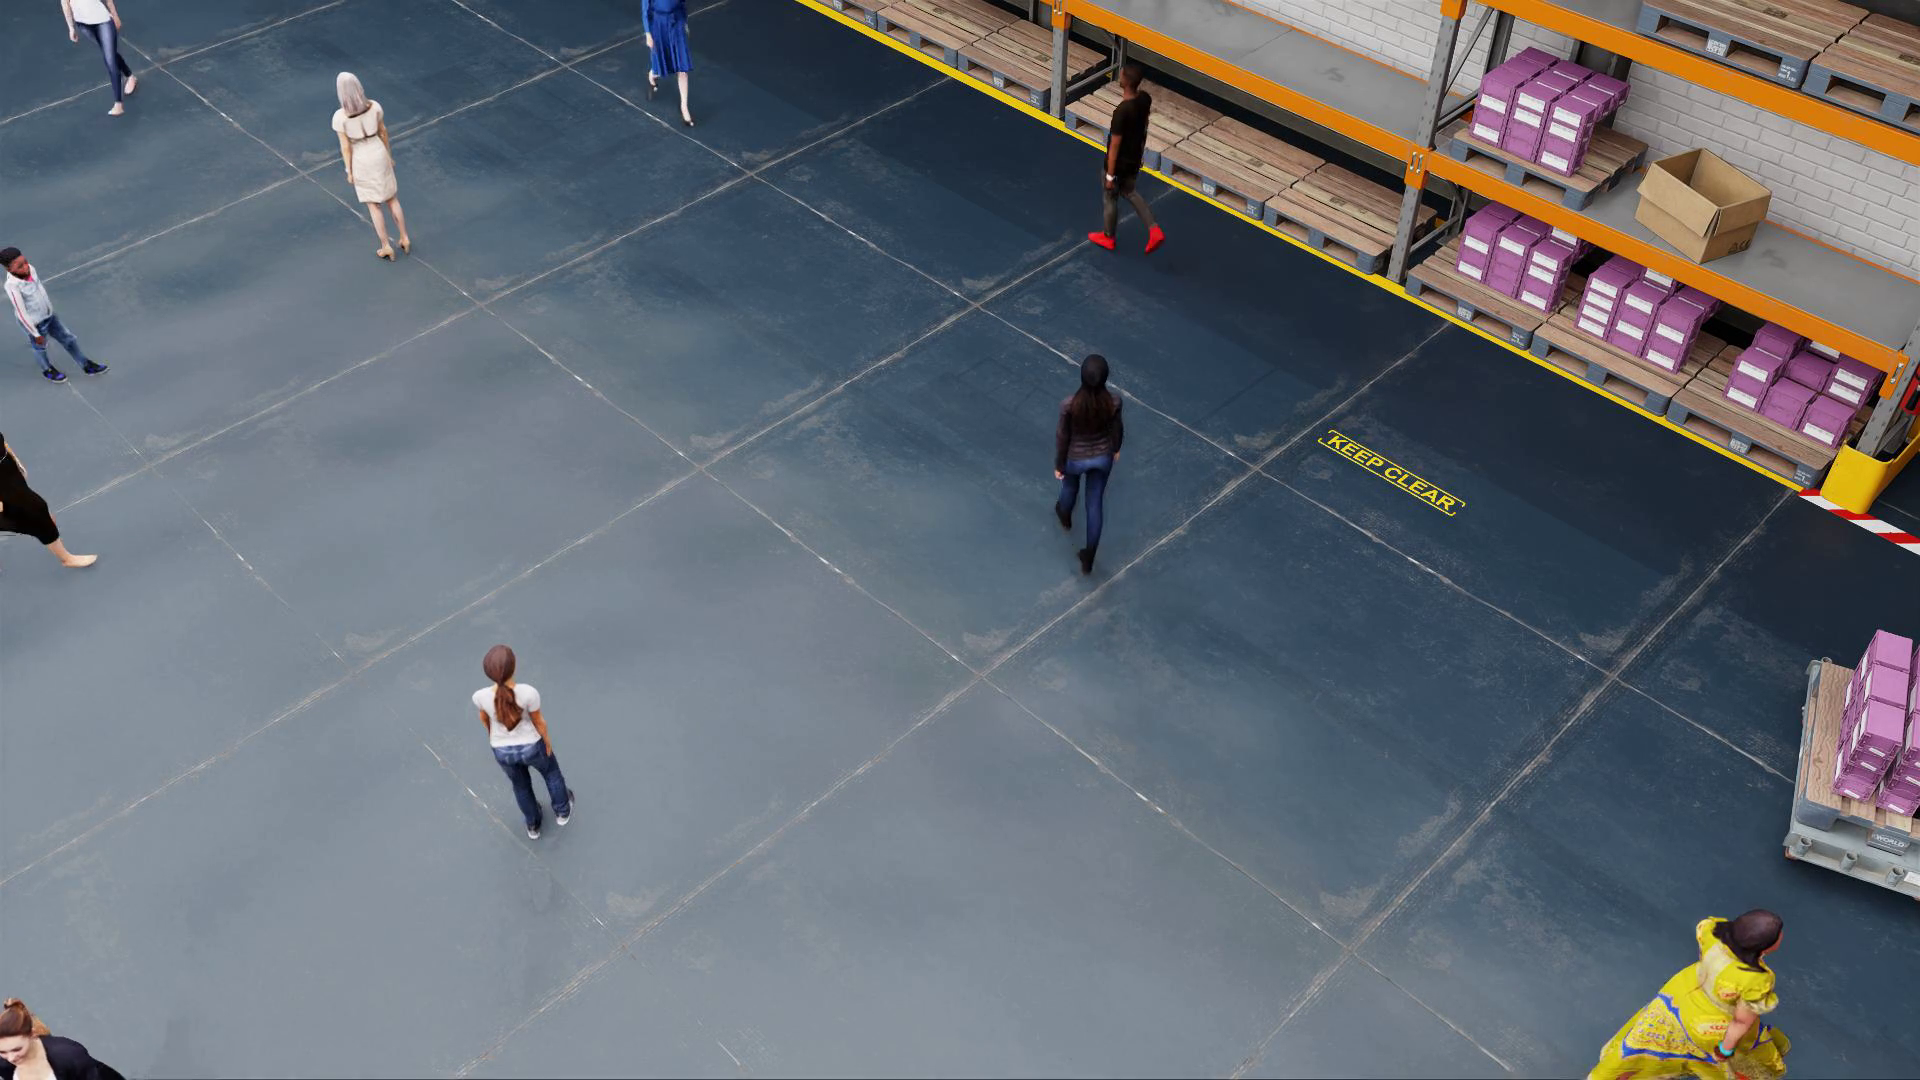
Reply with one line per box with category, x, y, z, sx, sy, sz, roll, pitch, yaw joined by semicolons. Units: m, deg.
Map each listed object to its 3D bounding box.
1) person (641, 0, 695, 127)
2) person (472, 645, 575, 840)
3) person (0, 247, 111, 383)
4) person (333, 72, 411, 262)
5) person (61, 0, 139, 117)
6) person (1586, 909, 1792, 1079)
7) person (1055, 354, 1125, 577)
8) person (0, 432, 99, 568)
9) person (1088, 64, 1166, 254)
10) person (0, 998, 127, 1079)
person;-2.831;-4.868;15.912;0.726;1.814;0.978;-25;49;-24
person;-2.588;1.222;9.706;0.690;1.556;0.750;-4;44;-4
person;-7.303;-1.767;13.075;0.857;1.237;0.732;10;44;10
person;-5.023;-3.184;14.201;0.599;1.736;0.540;-32;52;-29
person;-8.386;-5.066;16.209;1.048;1.691;1.142;-1;44;-2
person;3.702;2.418;8.418;1.207;1.602;1.354;-11;45;-11
person;0.894;-0.490;11.388;0.998;1.715;1.110;-6;44;-6
person;-6.628;-0.366;11.346;1.000;1.593;1.058;-9;44;-9
person;1.467;-3.180;14.160;0.995;1.787;0.668;31;52;28
person;-4.248;2.681;8.114;1.059;1.640;1.160;-4;44;-4
